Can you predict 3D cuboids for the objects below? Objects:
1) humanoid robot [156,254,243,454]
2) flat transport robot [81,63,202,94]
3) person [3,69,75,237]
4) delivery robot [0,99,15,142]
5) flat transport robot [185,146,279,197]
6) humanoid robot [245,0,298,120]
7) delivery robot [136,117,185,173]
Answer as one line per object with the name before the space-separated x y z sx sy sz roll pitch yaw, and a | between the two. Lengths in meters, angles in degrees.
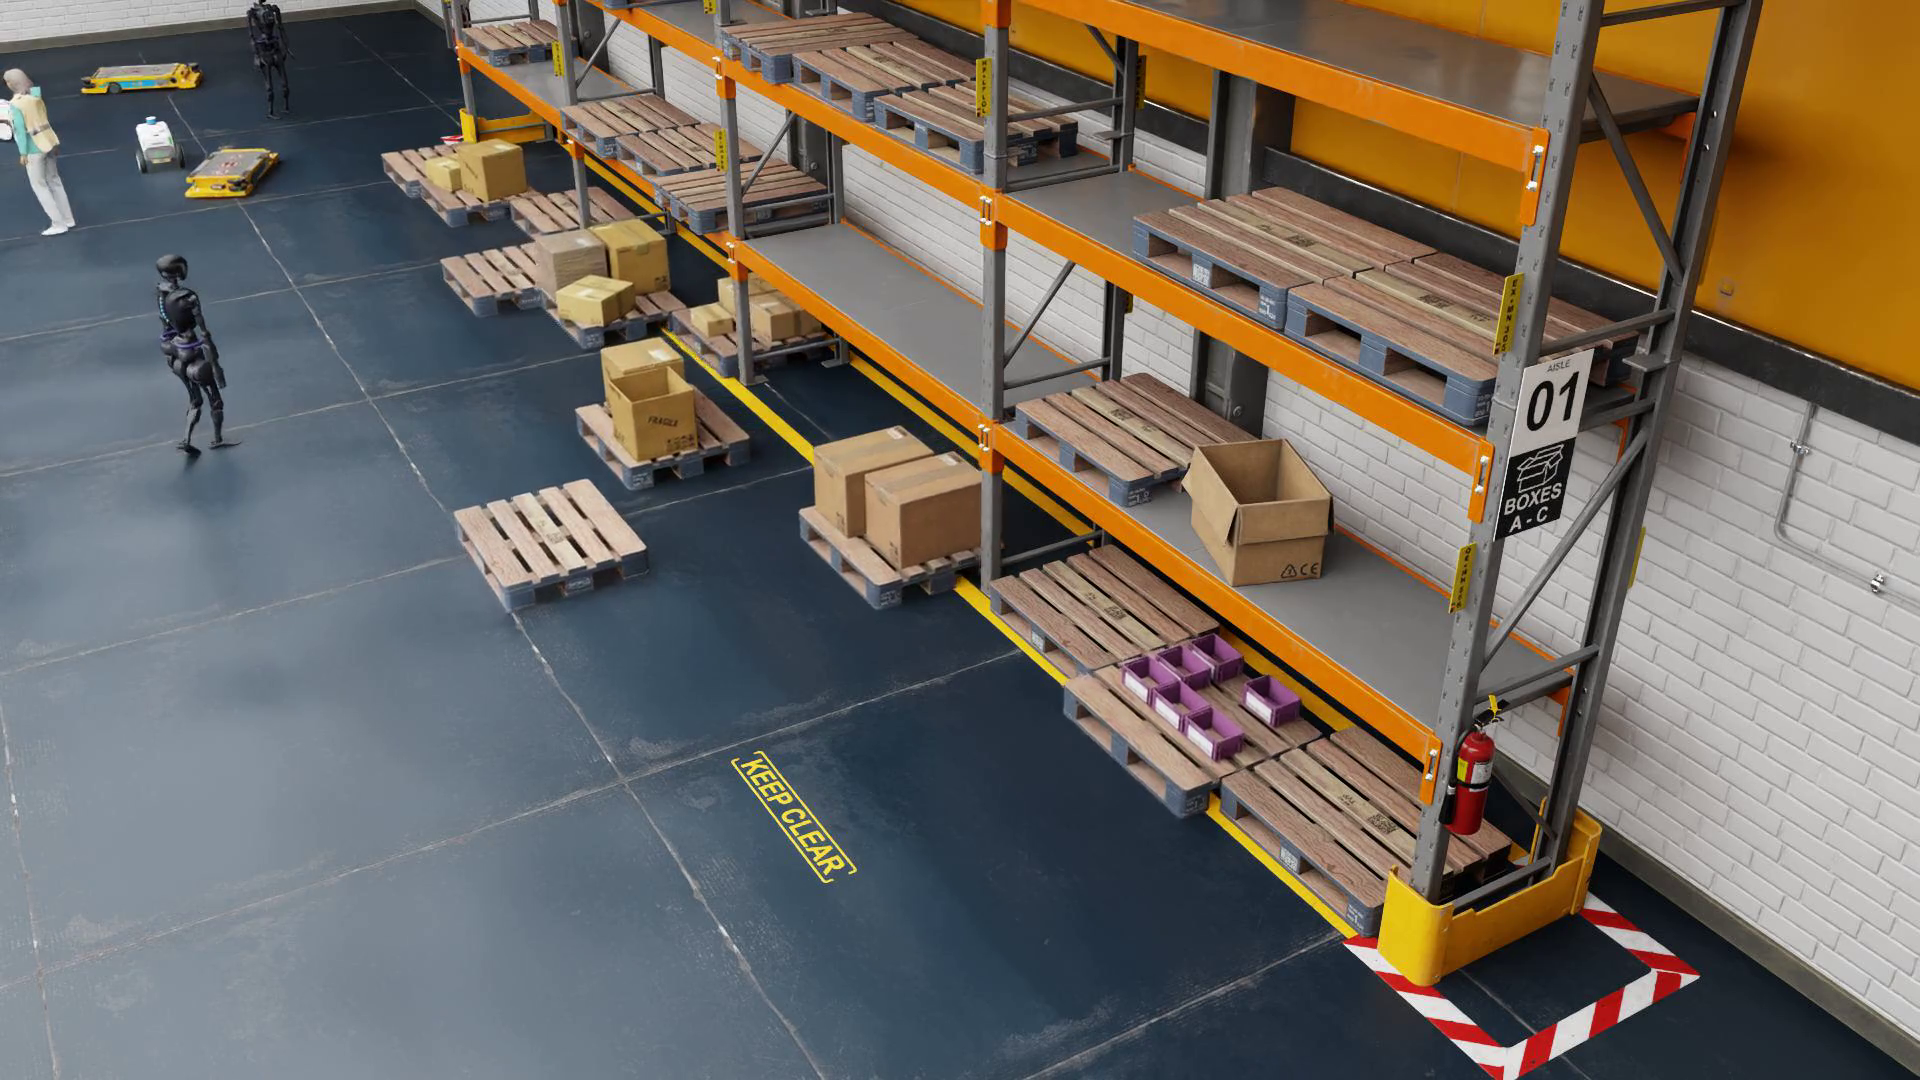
humanoid robot | -5.909 -1.402 12.715 0.611 1.649 0.514 19 35 30
flat transport robot | -11.212 -6.324 22.797 1.431 0.231 0.659 -7 30 -13
person | -9.555 -4.030 17.287 0.388 1.700 0.565 1 30 2
delivery robot | -11.975 -5.256 20.607 0.774 0.581 0.499 1 30 1
flat transport robot | -8.353 -4.231 19.102 0.659 0.231 1.431 -3 30 -5
humanoid robot | -8.780 -6.233 21.200 0.314 1.654 0.601 16 33 26
delivery robot | -9.445 -4.655 19.578 0.520 0.613 0.784 -15 33 -24
